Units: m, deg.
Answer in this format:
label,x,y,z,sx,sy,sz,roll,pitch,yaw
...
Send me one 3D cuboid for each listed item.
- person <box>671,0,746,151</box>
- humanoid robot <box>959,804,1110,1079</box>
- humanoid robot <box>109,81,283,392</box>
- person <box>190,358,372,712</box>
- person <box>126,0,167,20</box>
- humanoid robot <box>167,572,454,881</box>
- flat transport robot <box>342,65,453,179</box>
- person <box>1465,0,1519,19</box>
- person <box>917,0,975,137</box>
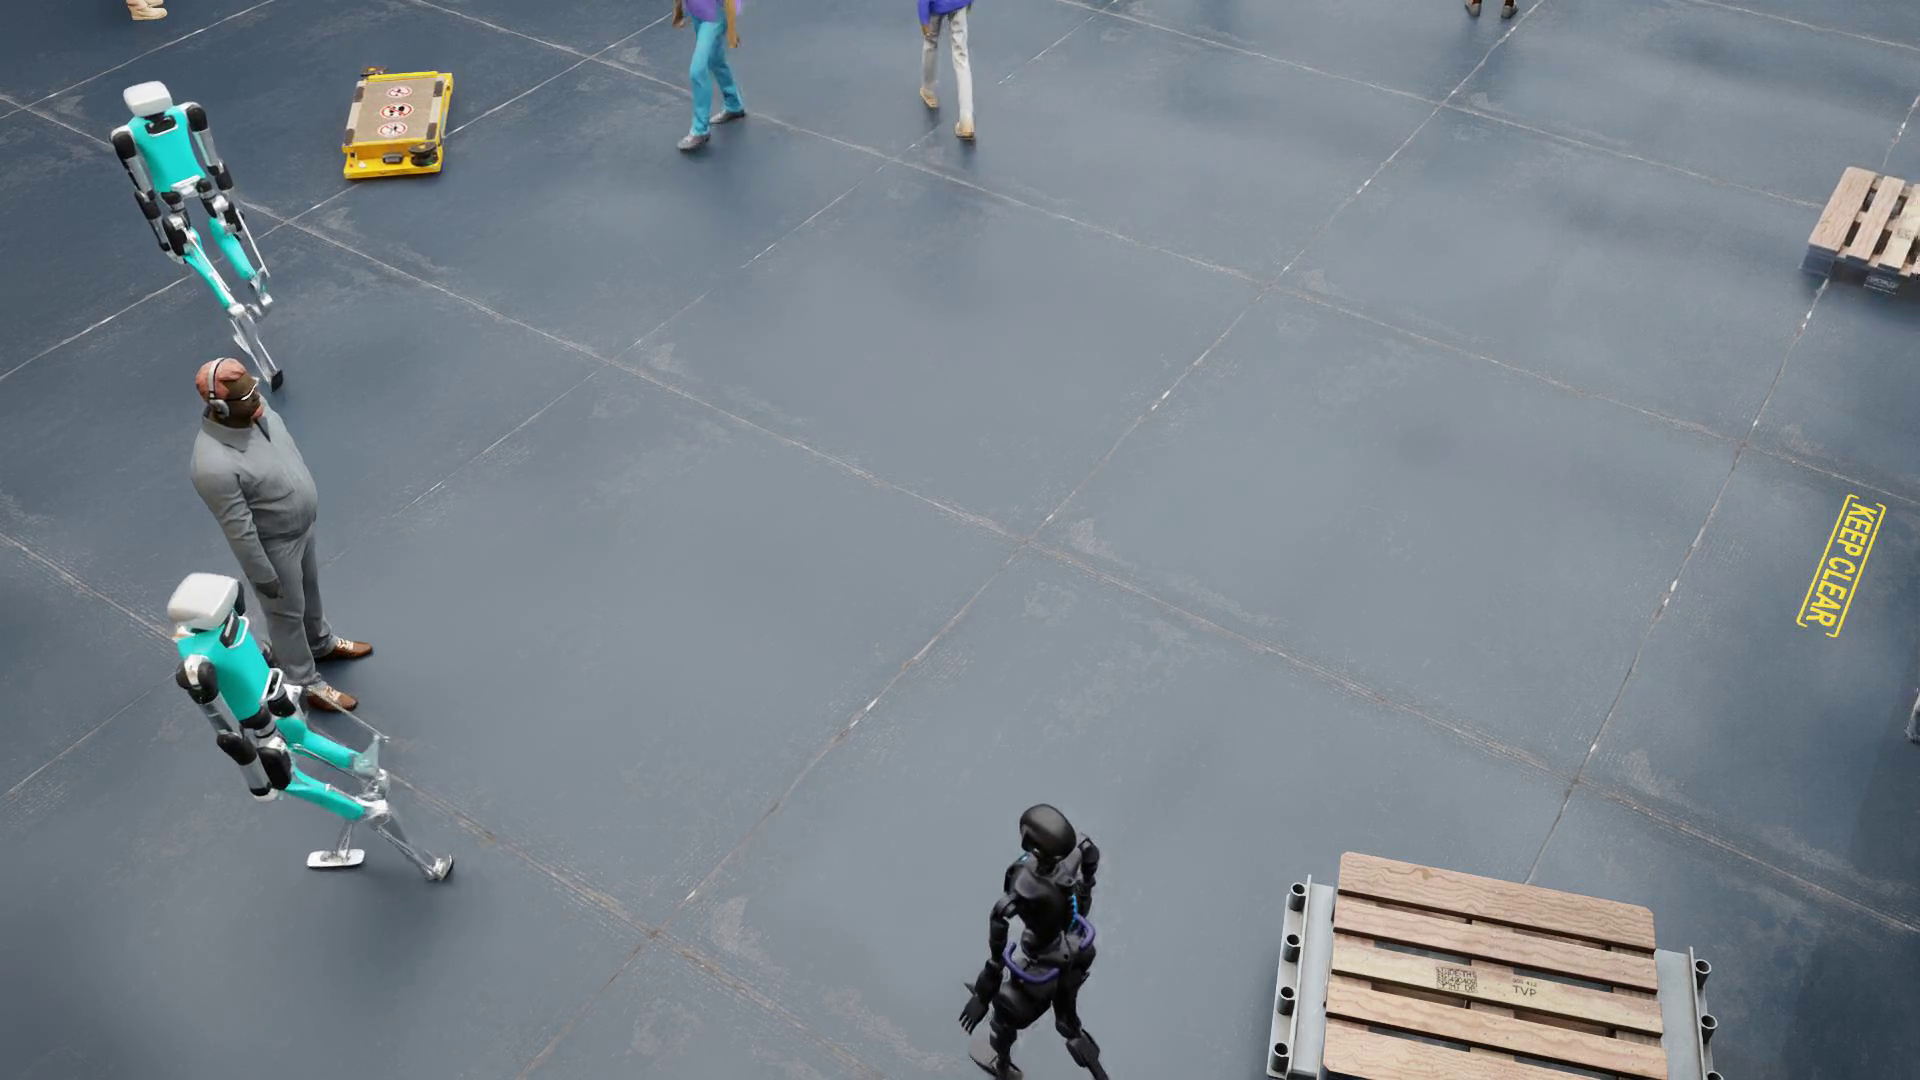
label,x,y,z,sx,sy,sz,roll,pitch,yaw
person,-1.867,-3.659,11.715,0.828,1.809,0.594,-29,50,-29
humanoid robot,0.329,1.576,5.979,0.677,1.637,0.596,33,51,31
humanoid robot,-4.259,-1.674,9.582,0.553,1.803,0.893,-31,50,-30
person,-3.094,-0.030,7.585,0.410,1.909,0.638,-1,42,-1
person,-6.806,-5.057,13.334,0.321,1.741,0.469,-17,44,-18
humanoid robot,-2.537,0.841,6.794,0.847,1.846,0.559,-2,42,-3
flat transport robot,-4.126,-3.098,12.246,0.659,0.231,1.431,-6,42,-7
person,4.411,-5.123,13.260,0.552,1.939,0.433,10,43,11
person,-0.094,-3.835,11.906,0.468,1.830,0.959,-9,43,-10
